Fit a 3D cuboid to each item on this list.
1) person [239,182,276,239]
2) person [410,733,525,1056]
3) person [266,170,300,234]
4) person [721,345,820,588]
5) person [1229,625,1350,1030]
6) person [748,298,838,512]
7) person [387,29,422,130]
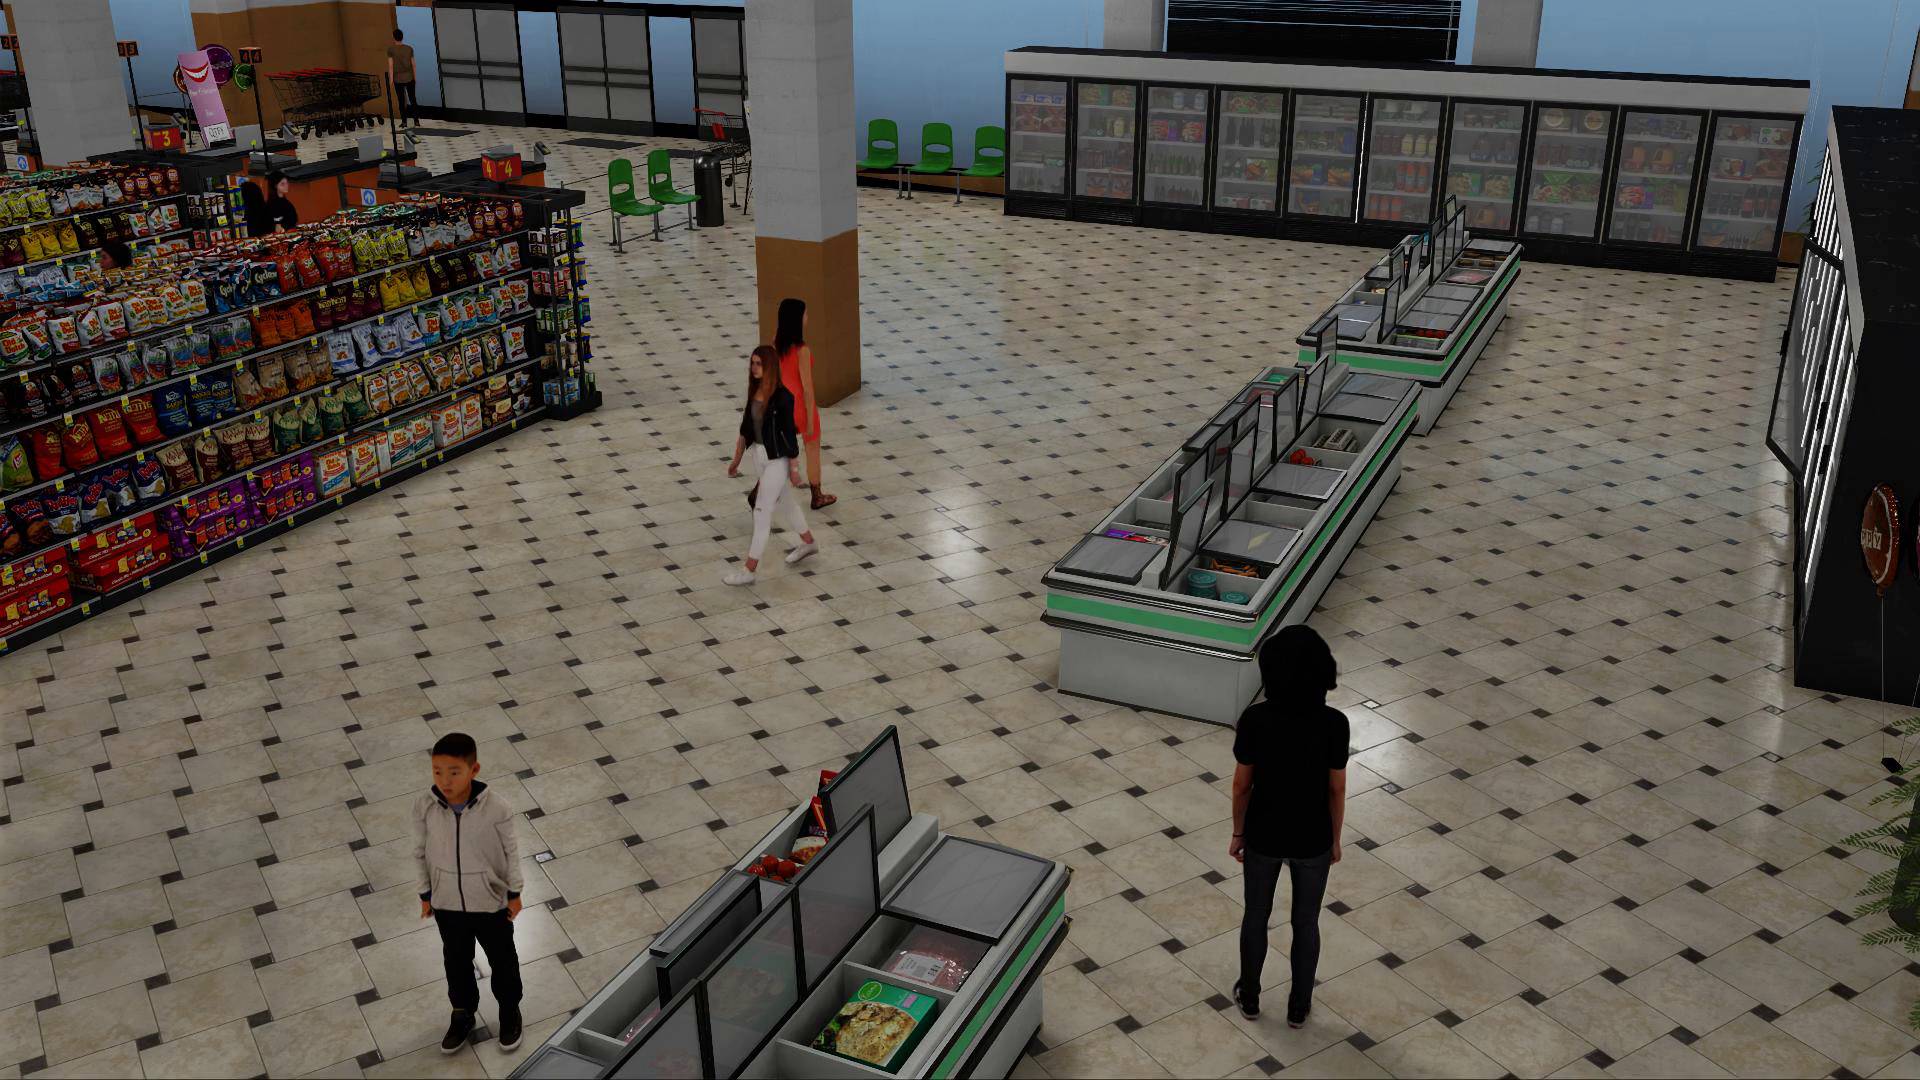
[{"bbox_3d":[-7.365,-3.026,17.803,0.945,1.604,0.876,-6,23,-15],"label":"person"},{"bbox_3d":[-2.017,1.446,6.877,0.651,1.454,0.652,-2,22,-4],"label":"person"},{"bbox_3d":[-7.584,-3.250,18.408,1.156,1.571,1.082,-9,24,-21],"label":"person"},{"bbox_3d":[-1.240,-0.537,11.537,1.208,1.658,0.939,-17,27,-36],"label":"person"},{"bbox_3d":[1.368,1.214,6.951,0.675,1.829,0.603,5,22,11],"label":"person"},{"bbox_3d":[-1.302,-0.965,12.550,0.766,1.697,1.108,18,28,38],"label":"person"},{"bbox_3d":[-10.731,-8.897,32.084,0.700,1.852,0.800,-12,25,-27],"label":"person"}]
